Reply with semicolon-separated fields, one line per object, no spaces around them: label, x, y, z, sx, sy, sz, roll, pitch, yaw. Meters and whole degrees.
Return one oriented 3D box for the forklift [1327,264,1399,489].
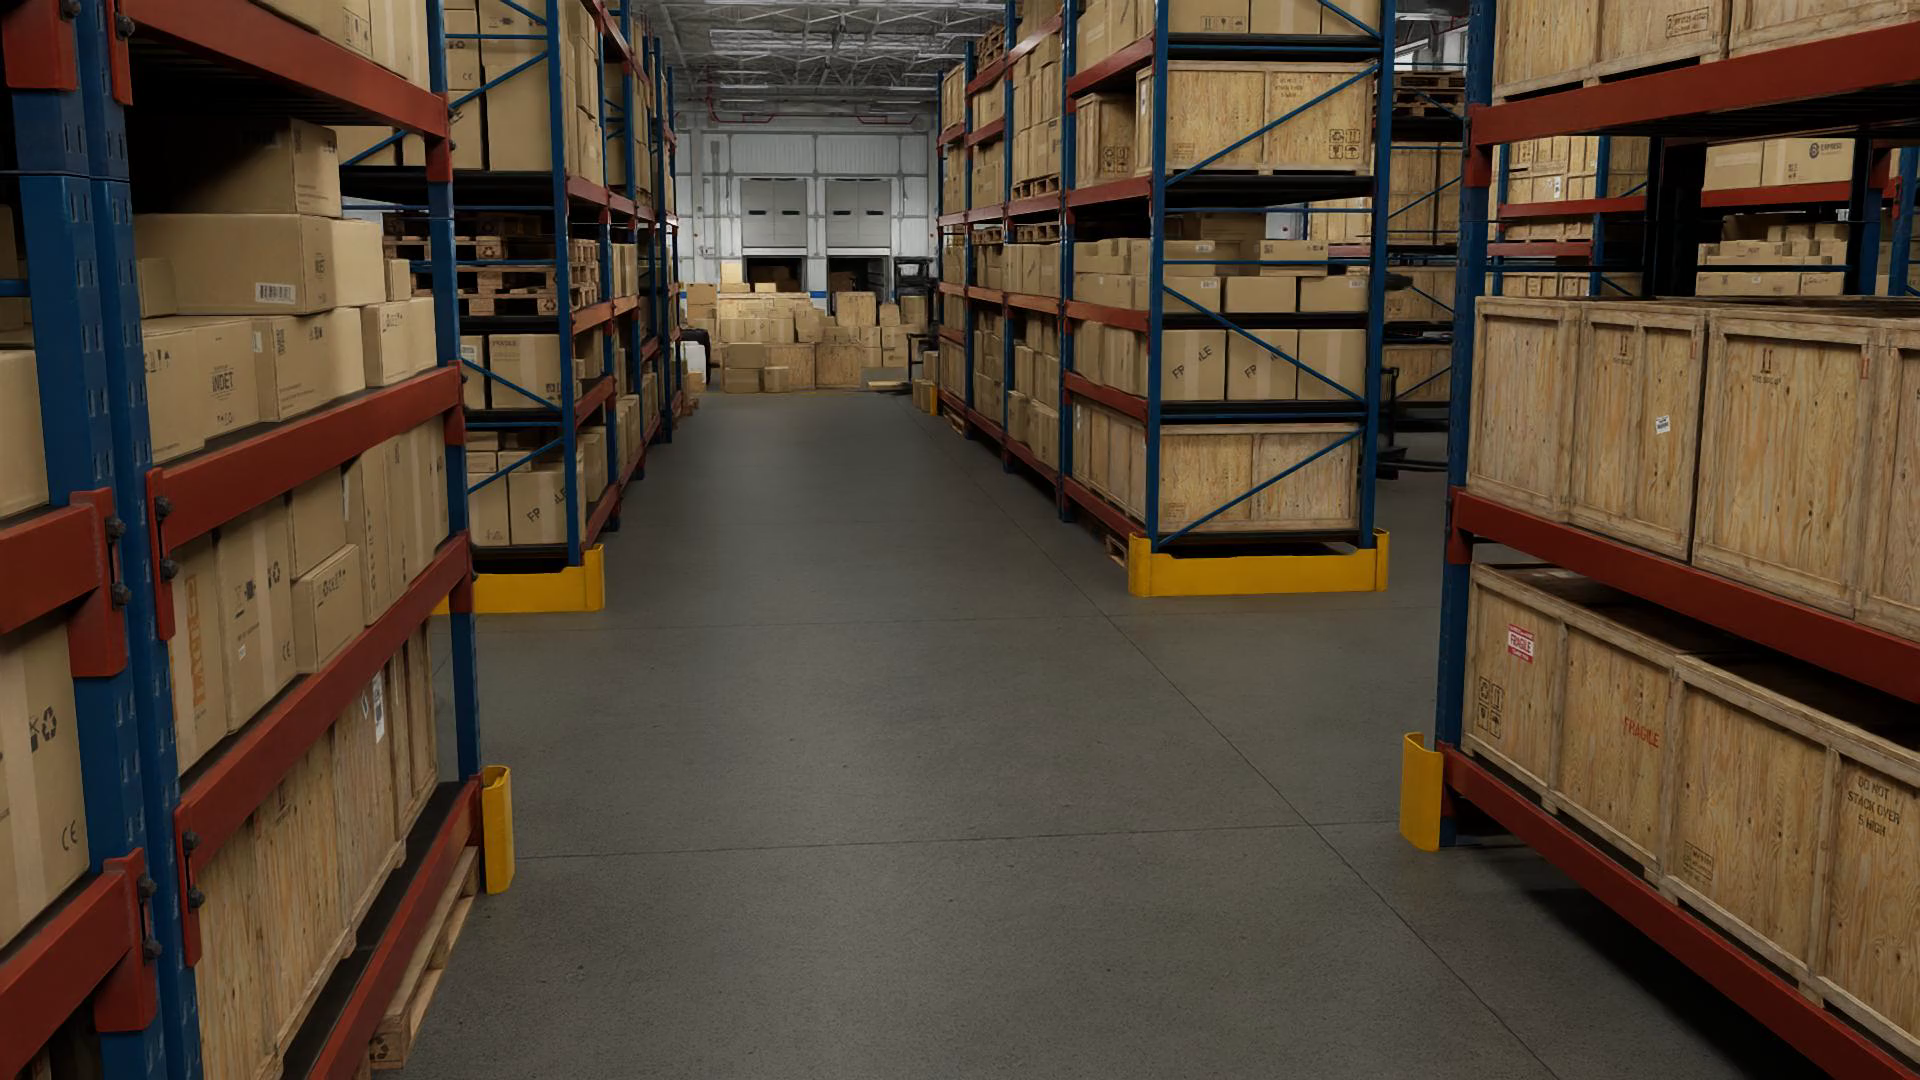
forklift;4.510;-2.154;21.106;1.873;2.768;1.129;8;12;38

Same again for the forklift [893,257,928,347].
forklift;-1.587;-7.450;51.935;1.129;2.768;1.873;-2;10;-14

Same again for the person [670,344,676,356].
person;-5.703;-3.485;32.471;0.614;1.617;0.554;-1;10;-4

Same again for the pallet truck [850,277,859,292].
pallet truck;-3.782;-9.391;65.808;1.885;1.965;0.823;2;10;10
